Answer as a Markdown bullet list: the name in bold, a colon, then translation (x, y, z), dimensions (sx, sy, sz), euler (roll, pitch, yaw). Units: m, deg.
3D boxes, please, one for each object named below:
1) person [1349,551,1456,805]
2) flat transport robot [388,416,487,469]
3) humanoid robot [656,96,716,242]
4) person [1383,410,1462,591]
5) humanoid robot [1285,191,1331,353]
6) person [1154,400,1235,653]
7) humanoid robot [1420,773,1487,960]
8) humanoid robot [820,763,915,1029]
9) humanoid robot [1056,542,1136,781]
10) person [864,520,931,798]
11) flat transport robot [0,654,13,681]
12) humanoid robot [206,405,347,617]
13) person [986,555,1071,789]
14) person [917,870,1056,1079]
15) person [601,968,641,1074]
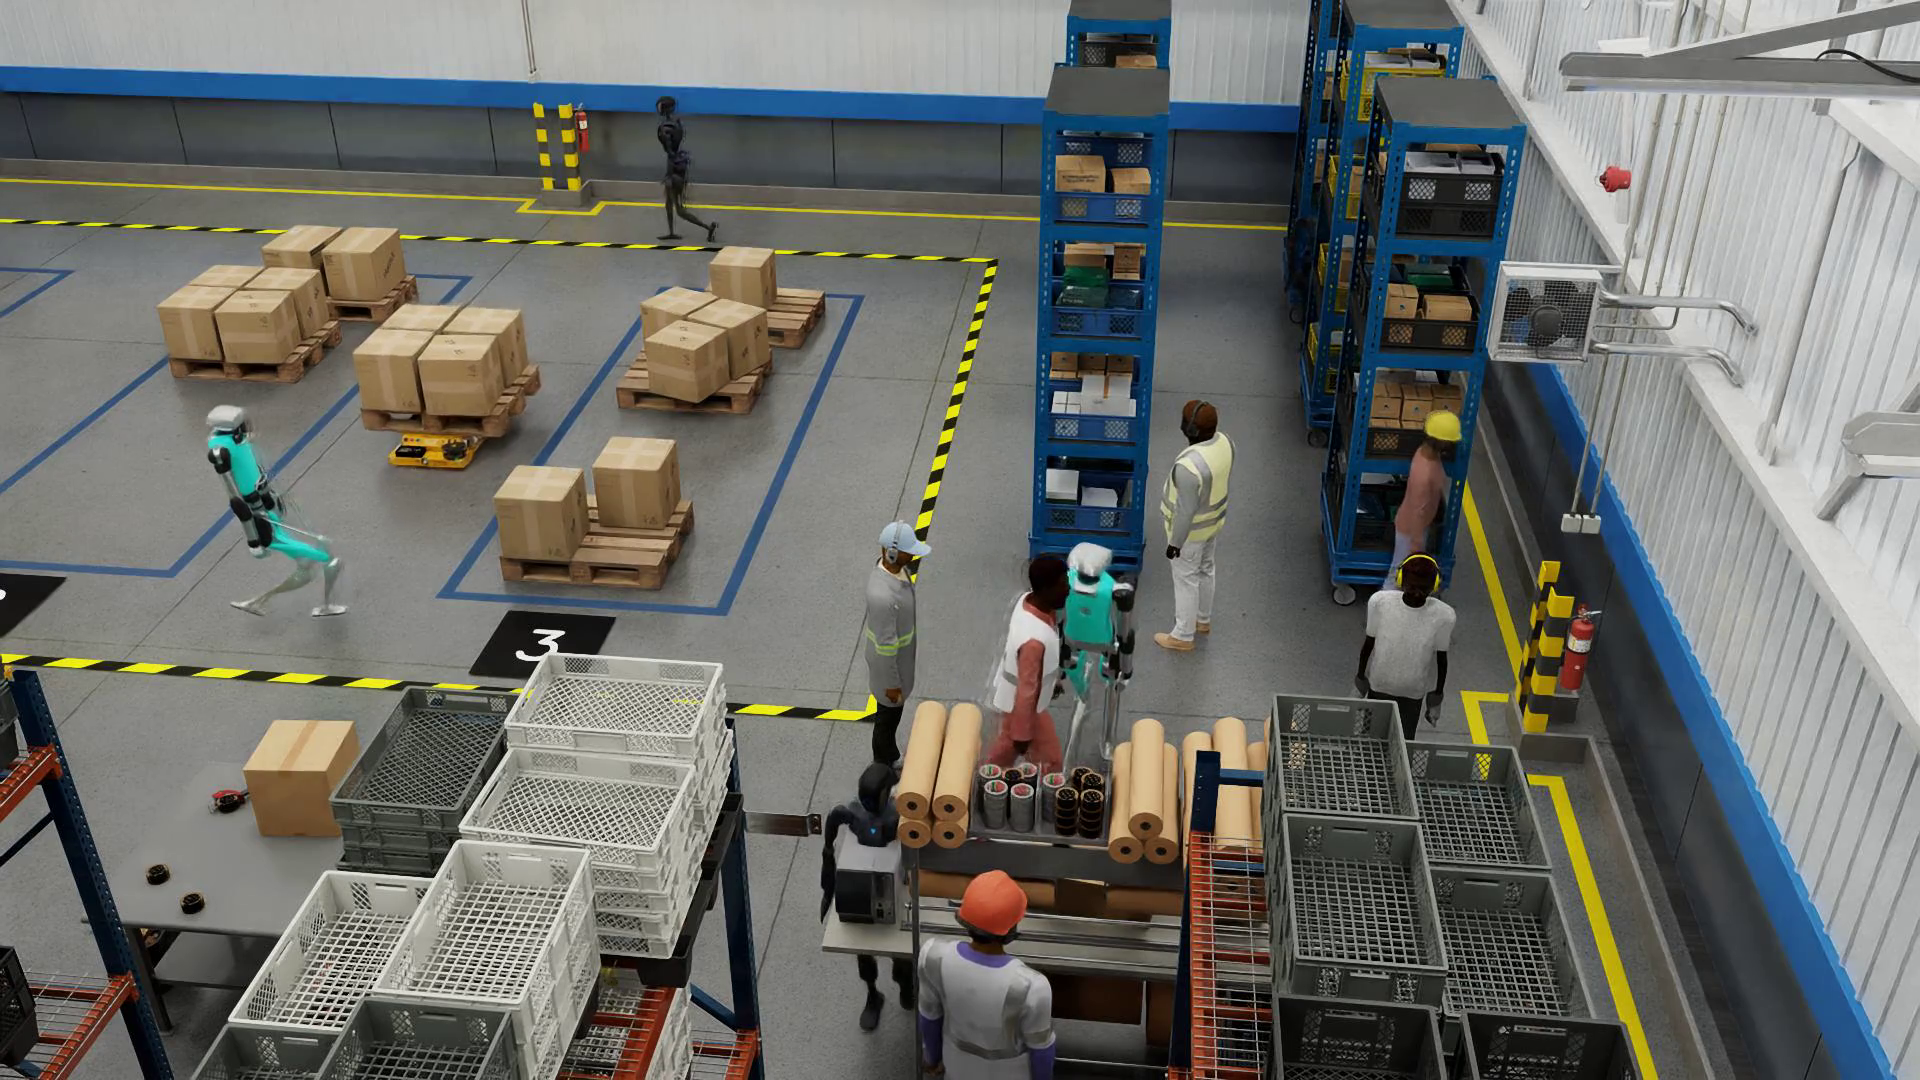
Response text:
- **person**: translation (2.519, 0.878, 9.587), dimensions (0.515, 1.866, 0.342), euler (10, 32, 17)
- **flat transport robot**: translation (-4.373, -1.043, 14.438), dimensions (0.652, 0.197, 1.431), euler (3, 30, 6)
- **humanoid robot**: translation (-3.070, -4.084, 18.303), dimensions (0.633, 1.631, 0.606), euler (-2, 30, -4)
- **person**: translation (3.141, -0.096, 11.356), dimensions (0.342, 1.763, 0.532), euler (11, 32, 19)
- **humanoid robot**: translation (3.355, -2.495, 15.559), dimensions (0.600, 1.635, 0.394), euler (11, 32, 18)
- **person**: translation (1.572, -0.099, 11.280), dimensions (0.429, 1.841, 0.632), euler (19, 35, 29)
- **humanoid robot**: translation (2.386, 1.772, 8.287), dimensions (0.602, 1.651, 0.742), euler (3, 30, 5)
- **humanoid robot**: translation (-0.404, 1.743, 8.274), dimensions (0.610, 1.643, 0.387), euler (5, 31, 8)
- **humanoid robot**: translation (0.837, 0.671, 10.070), dimensions (0.534, 1.756, 0.852), euler (10, 32, 17)
- **person**: translation (-0.365, 0.701, 9.899), dimensions (0.396, 1.848, 0.587), euler (2, 30, 4)
- **flat transport robot**: translation (-7.142, 0.969, 11.010), dimensions (1.431, 0.231, 0.659), euler (3, 30, 6)
- **humanoid robot**: translation (-4.655, -0.134, 11.435), dimensions (1.018, 1.727, 0.533), euler (-4, 30, -6)
- **person**: translation (0.490, 0.921, 9.473), dimensions (0.912, 1.882, 0.631), euler (0, 30, 0)
- **person**: translation (0.127, 2.227, 7.087), dimensions (0.604, 2.045, 0.378), euler (13, 33, 22)
- **person**: translation (-1.435, 2.418, 7.100), dimensions (0.362, 1.712, 0.624), euler (6, 31, 10)
